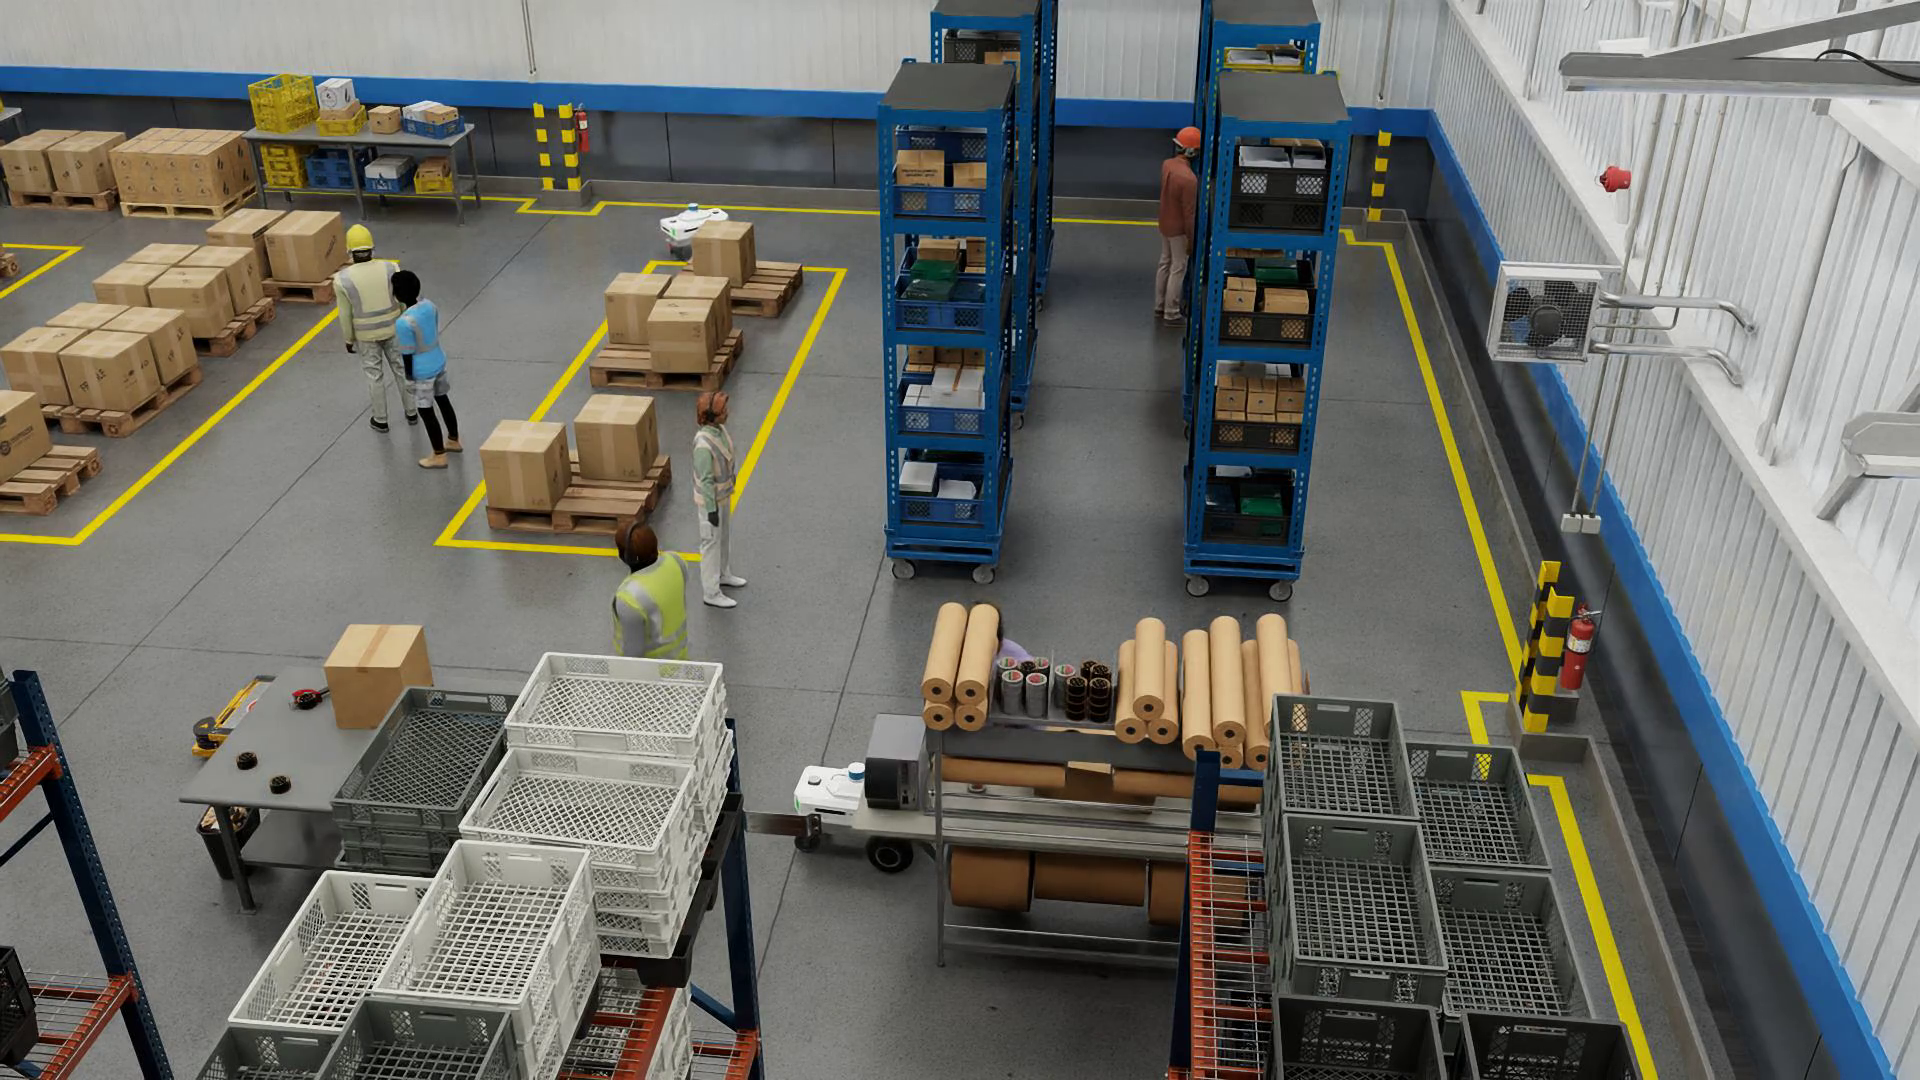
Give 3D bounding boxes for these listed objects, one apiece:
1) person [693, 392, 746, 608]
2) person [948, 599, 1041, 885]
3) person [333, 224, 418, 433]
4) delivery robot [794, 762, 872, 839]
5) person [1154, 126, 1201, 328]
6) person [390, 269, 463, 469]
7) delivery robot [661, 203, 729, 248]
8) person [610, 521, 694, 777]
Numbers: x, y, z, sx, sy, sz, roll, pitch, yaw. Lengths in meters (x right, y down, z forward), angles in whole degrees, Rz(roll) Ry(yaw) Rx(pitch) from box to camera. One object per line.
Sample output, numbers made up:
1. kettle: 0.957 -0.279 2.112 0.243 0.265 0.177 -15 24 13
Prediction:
1. person: -1.734 -0.304 11.827 0.313 1.632 0.521 3 30 5
2. person: 0.157 1.128 9.075 0.635 1.931 0.377 18 35 28
3. person: -4.980 -1.803 14.202 0.587 1.833 0.404 -19 35 -29
4. delivery robot: -0.595 1.514 9.675 0.707 0.478 0.477 6 31 10
5. person: 2.139 -3.038 16.180 0.412 1.982 0.622 -10 32 -17
6. person: -4.405 -1.408 13.666 0.319 1.692 0.536 6 31 10
7. delivery robot: -2.897 -3.429 18.166 0.707 0.478 0.477 -19 35 -29
8. person: -1.830 0.703 9.890 0.429 1.839 0.634 12 32 19
